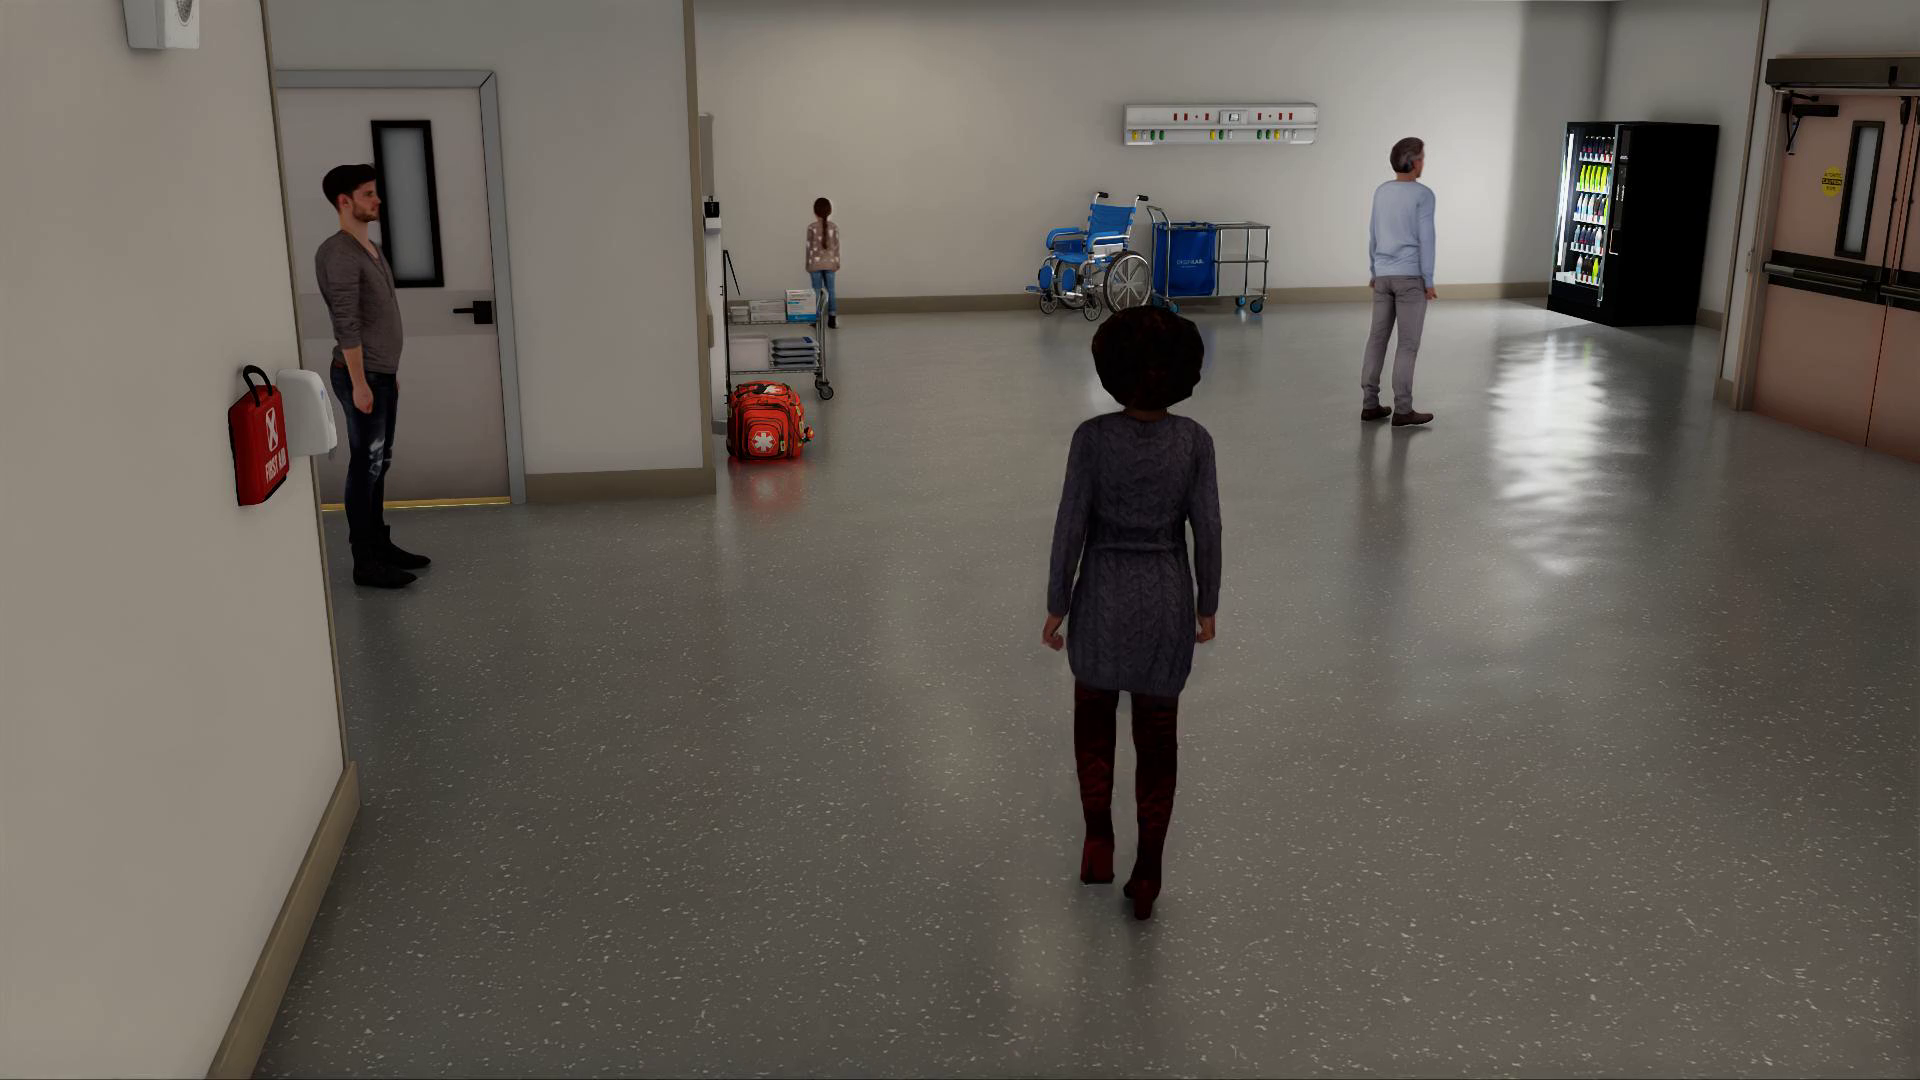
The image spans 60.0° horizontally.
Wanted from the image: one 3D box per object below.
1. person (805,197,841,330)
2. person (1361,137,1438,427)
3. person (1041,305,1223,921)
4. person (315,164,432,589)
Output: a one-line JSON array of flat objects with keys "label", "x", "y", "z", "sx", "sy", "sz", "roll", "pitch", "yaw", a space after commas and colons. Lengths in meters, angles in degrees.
[{"label": "person", "x": -1.271, "y": -2.555, "z": 15.335, "sx": 0.491, "sy": 1.195, "sz": 0.489, "roll": -5, "pitch": 16, "yaw": -16}, {"label": "person", "x": 2.939, "y": -1.729, "z": 11.123, "sx": 0.814, "sy": 1.892, "sz": 0.671, "roll": -11, "pitch": 19, "yaw": -34}, {"label": "person", "x": 0.472, "y": 0.241, "z": 4.500, "sx": 0.720, "sy": 1.694, "sz": 0.736, "roll": 2, "pitch": 16, "yaw": 6}, {"label": "person", "x": -2.740, "y": -0.757, "z": 7.648, "sx": 0.769, "sy": 1.905, "sz": 0.533, "roll": -1, "pitch": 16, "yaw": -4}]
